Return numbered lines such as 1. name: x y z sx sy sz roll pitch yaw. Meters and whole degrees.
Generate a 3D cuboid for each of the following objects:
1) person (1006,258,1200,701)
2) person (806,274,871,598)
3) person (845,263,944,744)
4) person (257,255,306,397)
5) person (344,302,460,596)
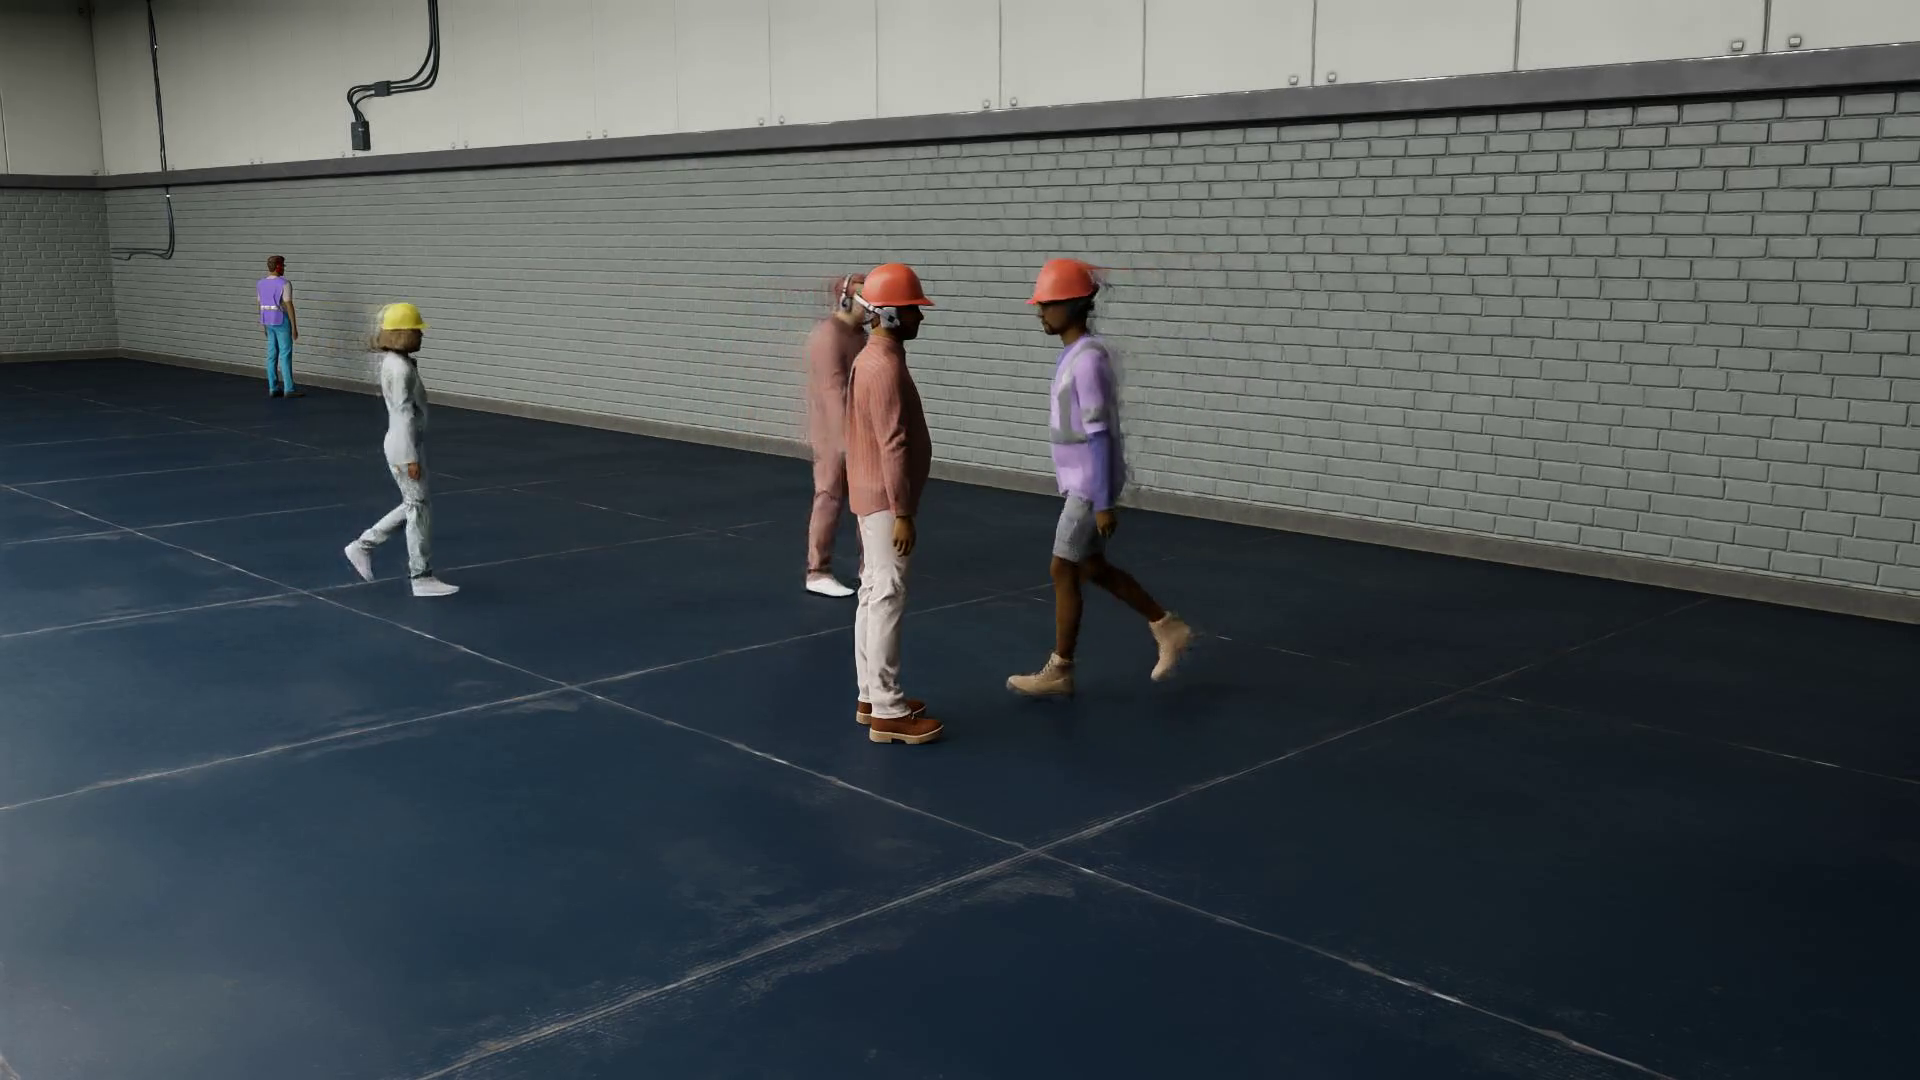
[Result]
1. person: 0.673 -0.266 7.567 0.826 2.022 0.629 0 10 -1
2. person: -0.596 -0.591 9.696 0.716 1.887 0.662 4 11 20
3. person: -0.290 -0.160 7.023 0.379 1.995 0.612 -2 11 -12
4. person: -8.947 -2.800 21.826 0.570 1.845 0.383 4 11 23
5. person: -3.288 -0.517 9.707 0.550 1.729 0.490 -4 11 -19
